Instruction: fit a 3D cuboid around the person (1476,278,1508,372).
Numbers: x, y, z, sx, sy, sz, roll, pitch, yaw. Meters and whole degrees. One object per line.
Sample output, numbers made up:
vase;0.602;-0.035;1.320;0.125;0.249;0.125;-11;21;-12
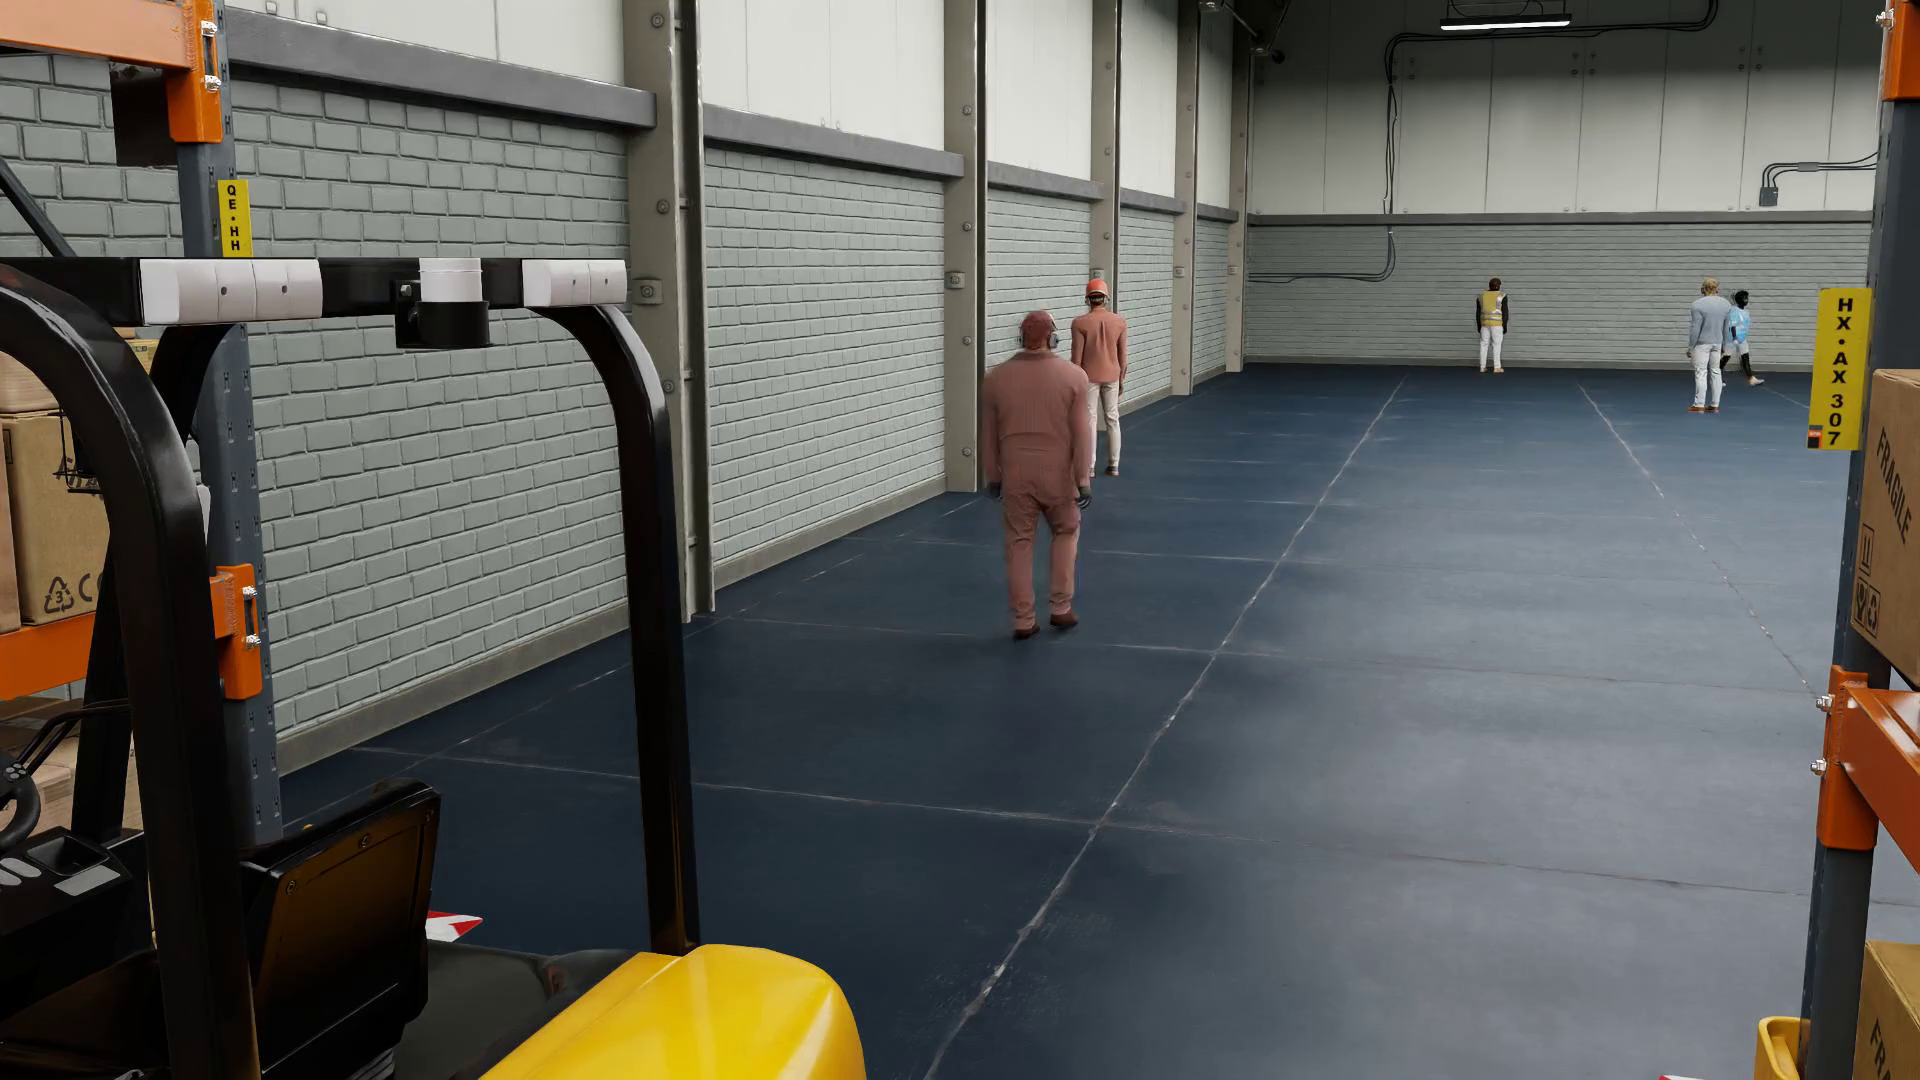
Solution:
person;10.409;-4.194;32.506;0.627;1.843;0.429;8;13;41

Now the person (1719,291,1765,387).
person;13.405;-3.449;28.601;0.545;1.647;0.874;-7;12;-36

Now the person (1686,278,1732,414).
person;10.671;-2.767;23.737;0.635;1.932;0.351;-2;10;-14

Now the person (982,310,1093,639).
person;0.480;-0.389;9.699;0.680;1.883;0.689;3;10;18

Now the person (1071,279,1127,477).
person;1.388;-1.631;16.803;0.611;1.990;0.392;-3;10;-17
